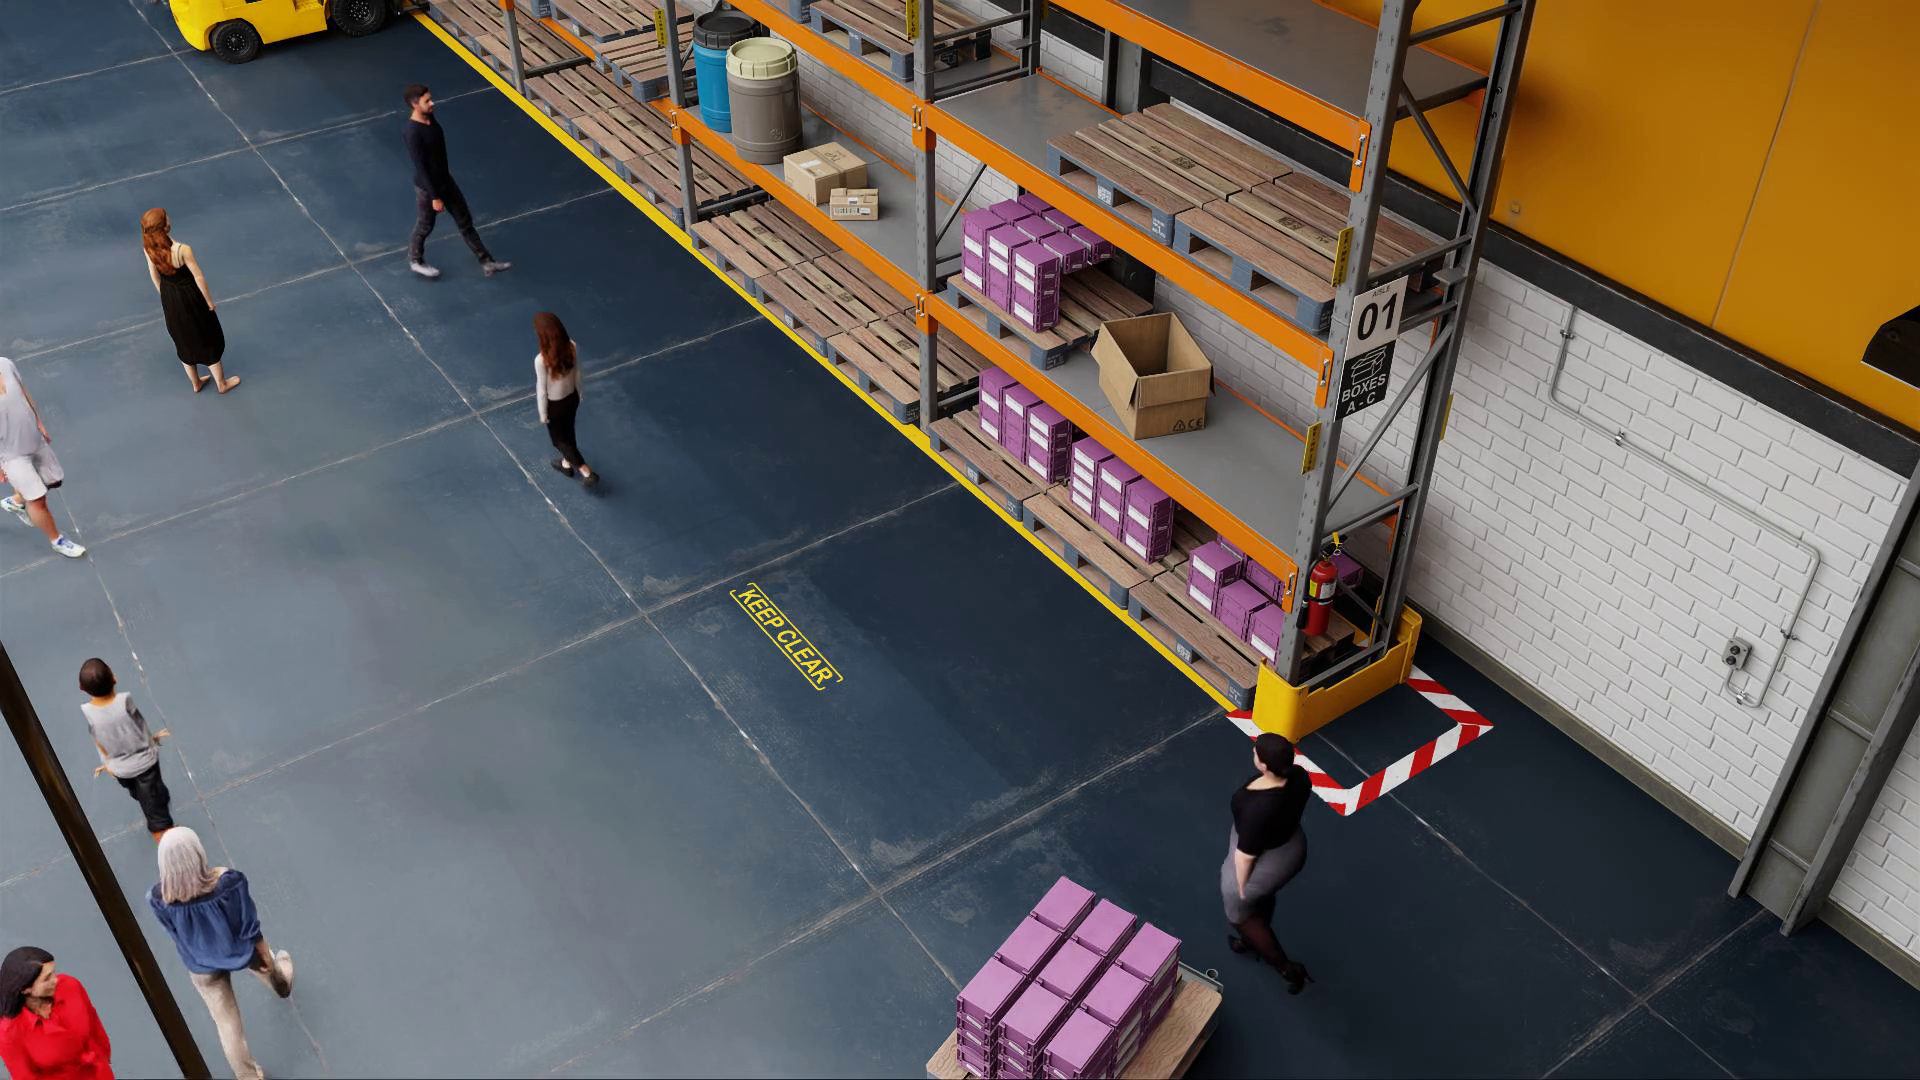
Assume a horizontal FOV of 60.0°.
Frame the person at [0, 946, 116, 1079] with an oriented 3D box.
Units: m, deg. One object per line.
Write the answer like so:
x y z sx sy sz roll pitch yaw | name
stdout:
-4.168 2.489 7.679 1.063 1.720 0.892 19 42 22 | person

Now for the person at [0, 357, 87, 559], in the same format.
-6.627 -0.677 11.549 1.078 1.838 0.989 11 40 14 | person

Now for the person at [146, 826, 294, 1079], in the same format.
-3.622 2.132 8.186 0.833 1.644 1.181 -12 40 -14 | person

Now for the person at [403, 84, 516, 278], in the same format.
-4.699 -3.088 14.585 1.270 1.816 1.197 7 39 9 | person

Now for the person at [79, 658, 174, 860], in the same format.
-4.714 1.259 9.461 0.715 1.418 1.049 -15 41 -18 | person

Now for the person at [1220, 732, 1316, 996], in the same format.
1.649 1.723 8.622 0.708 1.740 0.914 -29 47 -31 | person

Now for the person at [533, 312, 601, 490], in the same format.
-2.905 -1.002 12.247 0.897 1.474 0.705 26 45 29 | person

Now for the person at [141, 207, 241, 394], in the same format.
-6.191 -1.902 13.254 0.681 1.624 0.736 4 39 6 | person
